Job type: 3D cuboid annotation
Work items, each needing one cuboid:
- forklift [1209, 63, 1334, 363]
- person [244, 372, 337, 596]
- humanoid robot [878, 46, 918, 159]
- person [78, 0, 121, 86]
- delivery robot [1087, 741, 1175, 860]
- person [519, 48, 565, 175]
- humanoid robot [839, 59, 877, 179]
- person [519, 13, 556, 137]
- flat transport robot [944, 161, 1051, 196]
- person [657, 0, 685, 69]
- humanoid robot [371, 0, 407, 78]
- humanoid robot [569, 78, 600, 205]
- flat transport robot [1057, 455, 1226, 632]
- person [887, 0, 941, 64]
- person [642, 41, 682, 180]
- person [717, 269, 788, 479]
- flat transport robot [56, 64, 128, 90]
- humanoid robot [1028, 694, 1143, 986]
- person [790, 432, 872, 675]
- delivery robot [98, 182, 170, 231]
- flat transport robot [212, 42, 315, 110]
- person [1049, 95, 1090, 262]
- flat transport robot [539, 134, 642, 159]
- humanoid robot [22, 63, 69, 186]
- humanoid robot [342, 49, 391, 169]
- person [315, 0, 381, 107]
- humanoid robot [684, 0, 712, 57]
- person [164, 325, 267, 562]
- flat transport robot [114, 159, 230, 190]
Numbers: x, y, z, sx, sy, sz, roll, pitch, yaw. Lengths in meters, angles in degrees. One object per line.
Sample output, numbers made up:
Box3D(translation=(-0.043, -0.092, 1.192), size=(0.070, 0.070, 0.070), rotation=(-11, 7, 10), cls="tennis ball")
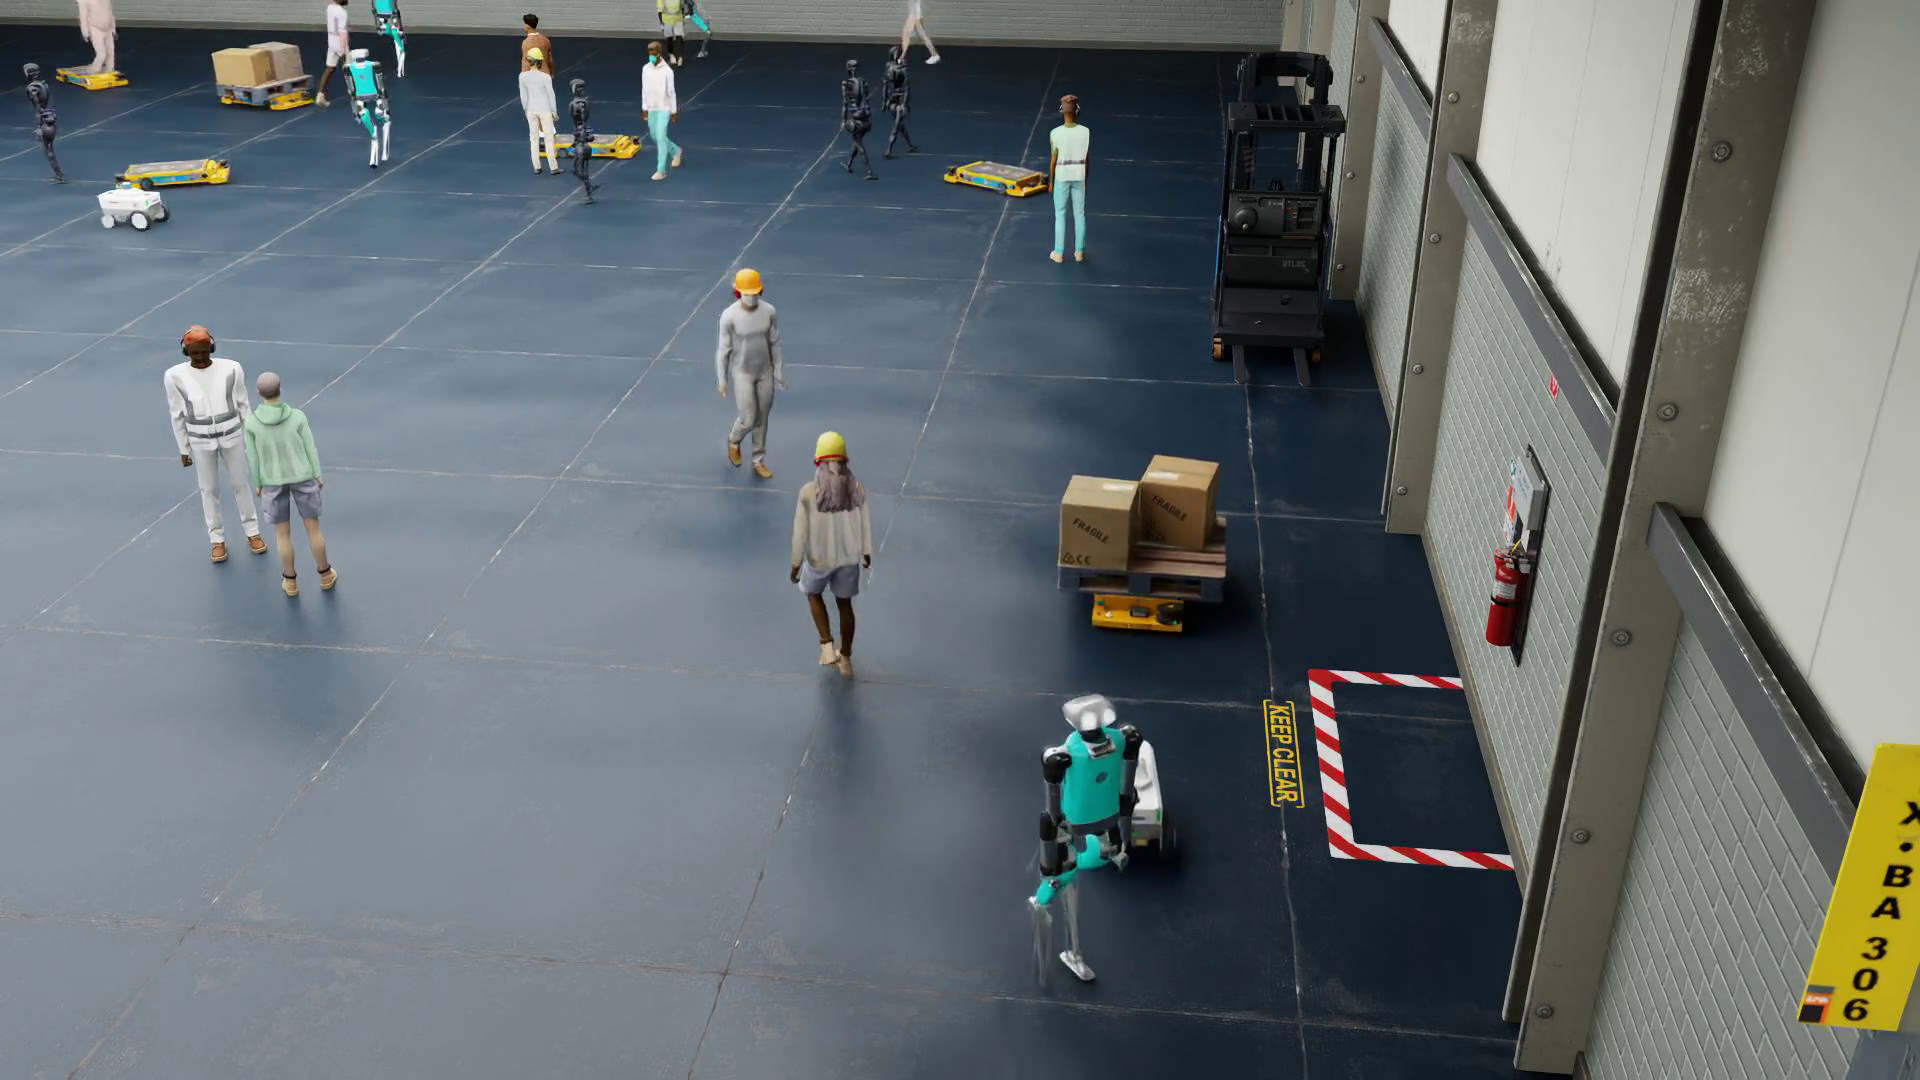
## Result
Box3D(translation=(3.241, -3.477, 17.183), size=(1.129, 2.768, 1.873), rotation=(3, 27, 6), cls="forklift")
Box3D(translation=(-4.967, -0.409, 12.308), size=(0.481, 1.742, 0.341), rotation=(-10, 28, -20), cls="person")
Box3D(translation=(-0.936, -6.474, 24.552), size=(0.834, 1.618, 0.584), rotation=(-23, 35, -38), cls="humanoid robot")
Box3D(translation=(-15.057, -8.896, 29.108), size=(0.491, 1.882, 0.680), rotation=(7, 27, 14), cls="person")
Box3D(translation=(0.993, 1.508, 9.801), size=(0.499, 0.587, 0.782), rotation=(0, 27, 1), cls="delivery robot")
Box3D(translation=(-5.951, -6.071, 23.596), size=(0.524, 1.759, 0.325), rotation=(7, 27, 13), cls="person")
Box3D(translation=(-1.479, -5.937, 23.468), size=(0.784, 1.621, 0.611), rotation=(19, 32, 33), cls="humanoid robot")
Box3D(translation=(-6.511, -7.175, 25.689), size=(0.396, 1.856, 0.790), rotation=(11, 29, 21), cls="person")
Box3D(translation=(0.534, -5.051, 23.222), size=(1.431, 0.231, 0.659), rotation=(21, 33, 35), cls="flat transport robot")
Box3D(translation=(-5.316, -9.563, 30.705), size=(0.536, 1.614, 0.945), rotation=(-8, 28, -15), cls="person")
Box3D(translation=(-10.221, -9.272, 30.038), size=(0.545, 1.778, 0.891), rotation=(6, 27, 12), cls="humanoid robot")
Box3D(translation=(-5.029, -5.299, 22.146), size=(0.379, 1.652, 0.600), rotation=(-10, 28, -19), cls="humanoid robot")
Box3D(translation=(1.387, 0.267, 12.606), size=(0.659, 0.231, 1.431), rotation=(4, 27, 8), cls="flat transport robot")
Box3D(translation=(-0.837, -9.750, 30.854), size=(0.986, 1.830, 0.510), rotation=(-1, 27, -2), cls="person")
Box3D(translation=(-4.209, -6.109, 23.523), size=(0.479, 1.887, 0.831), rotation=(13, 29, 24), cls="person")
Box3D(translation=(-1.788, -1.426, 14.197), size=(0.549, 1.874, 0.470), rotation=(-16, 31, -29), cls="person")
Box3D(translation=(-15.452, -8.231, 29.571), size=(1.431, 0.231, 0.659), rotation=(21, 34, 36), cls="flat transport robot")
Box3D(translation=(0.553, 1.521, 8.498), size=(0.532, 1.834, 0.662), rotation=(-12, 29, -23), cls="humanoid robot")
Box3D(translation=(-0.875, 0.108, 11.272), size=(0.607, 1.741, 0.429), rotation=(-9, 28, -17), cls="person")
Box3D(translation=(-10.650, -4.297, 21.395), size=(0.791, 0.592, 0.499), rotation=(4, 27, 8), cls="delivery robot")
Box3D(translation=(-11.677, -7.439, 27.989), size=(1.431, 0.231, 0.659), rotation=(12, 29, 23), cls="flat transport robot")
Box3D(translation=(1.298, -4.284, 19.786), size=(0.484, 1.979, 0.403), rotation=(-4, 27, -7), cls="person")
Box3D(translation=(-5.544, -5.886, 24.888), size=(1.431, 0.231, 0.659), rotation=(2, 27, 4), cls="flat transport robot")
Box3D(translation=(-12.708, -5.771, 23.085), size=(0.313, 1.655, 0.608), rotation=(-9, 28, -18), cls="humanoid robot")
Box3D(translation=(-8.442, -6.199, 23.876), size=(0.549, 1.733, 1.023), rotation=(-4, 27, -8), cls="humanoid robot")
Box3D(translation=(-10.335, -8.189, 27.607), size=(1.085, 1.975, 0.669), rotation=(-24, 35, -39), cls="person")
Box3D(translation=(-4.992, -10.067, 31.597), size=(0.794, 1.763, 0.532), rotation=(-1, 27, -2), cls="humanoid robot")
Box3D(translation=(-5.736, -0.755, 12.841), size=(0.572, 1.887, 0.356), rotation=(-14, 30, -25), cls="person")
Box3D(translation=(-11.073, -5.140, 23.400), size=(1.431, 0.231, 0.659), rotation=(-8, 28, -16), cls="flat transport robot")
